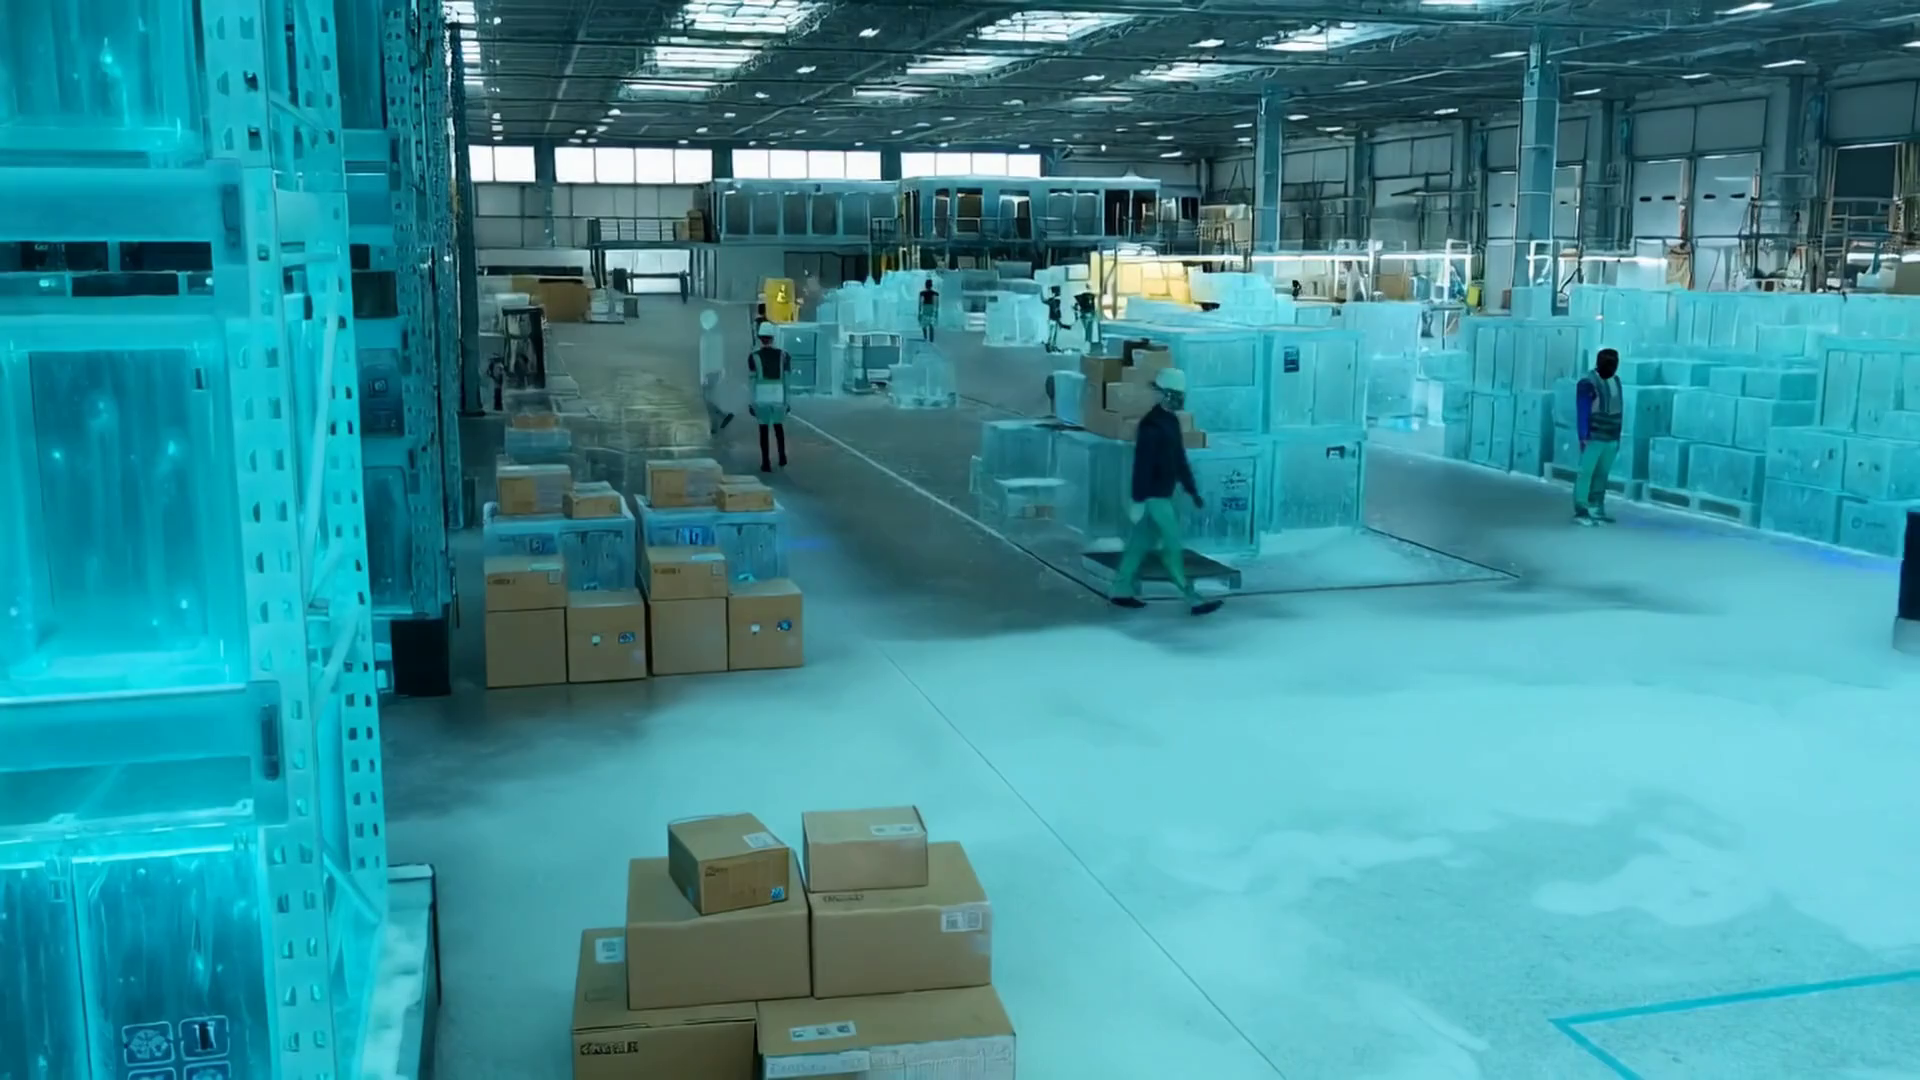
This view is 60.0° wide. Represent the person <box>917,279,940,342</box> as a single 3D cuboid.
[{"bbox_3d":[-0.896,-6.447,47.325,0.657,1.941,0.531,0,10,2],"label":"person"}]

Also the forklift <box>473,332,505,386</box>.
[{"bbox_3d":[-10.203,-4.495,33.626,1.873,2.768,1.129,-3,10,-15],"label":"forklift"}]

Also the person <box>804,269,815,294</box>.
[{"bbox_3d":[-6.117,-10.101,67.968,0.622,1.965,0.873,8,13,39],"label":"person"}]

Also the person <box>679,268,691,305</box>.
[{"bbox_3d":[-13.531,-12.461,81.817,0.524,1.799,0.951,-3,11,-18],"label":"person"}]

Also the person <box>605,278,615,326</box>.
[{"bbox_3d":[-12.689,-8.610,60.198,0.383,1.730,0.486,1,10,3],"label":"person"}]

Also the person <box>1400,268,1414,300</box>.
[{"bbox_3d":[21.107,-11.916,78.624,0.656,1.828,0.452,-2,10,-12],"label":"person"}]

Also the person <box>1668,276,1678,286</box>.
[{"bbox_3d":[25.188,-8.409,58.830,0.521,1.814,0.925,0,10,-2],"label":"person"}]

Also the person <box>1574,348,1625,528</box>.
[{"bbox_3d":[6.573,-1.047,17.061,0.624,1.838,0.430,-6,12,-32],"label":"person"}]

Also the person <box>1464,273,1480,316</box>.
[{"bbox_3d":[18.363,-8.599,59.607,0.584,1.918,0.408,-1,10,-7],"label":"person"}]

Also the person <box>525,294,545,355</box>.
[{"bbox_3d":[-11.274,-5.712,44.126,0.504,1.605,0.835,-2,10,-11],"label":"person"}]

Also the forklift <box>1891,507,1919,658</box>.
[{"bbox_3d":[7.491,-0.521,11.123,1.873,2.768,1.129,-3,10,-15],"label":"forklift"}]

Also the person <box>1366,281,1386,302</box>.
[{"bbox_3d":[12.035,-6.545,48.070,0.598,1.879,0.531,5,11,25],"label":"person"}]

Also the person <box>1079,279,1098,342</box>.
[{"bbox_3d":[3.913,-6.954,50.375,0.571,1.878,1.012,2,10,12],"label":"person"}]

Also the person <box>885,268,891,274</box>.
[{"bbox_3d":[-3.305,-11.596,76.661,0.355,1.882,0.575,-2,10,-12],"label":"person"}]

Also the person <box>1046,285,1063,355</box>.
[{"bbox_3d":[2.510,-5.835,44.120,0.325,1.860,0.507,-8,13,-40],"label":"person"}]

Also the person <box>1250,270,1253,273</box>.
[{"bbox_3d":[12.384,-10.659,71.384,0.949,1.884,0.589,-3,10,-17],"label":"person"}]

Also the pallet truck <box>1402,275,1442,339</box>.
[{"bbox_3d":[14.620,-7.324,52.145,0.823,1.965,1.885,8,13,40],"label":"pallet truck"}]

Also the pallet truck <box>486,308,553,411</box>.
[{"bbox_3d":[-6.242,-2.418,24.362,0.823,1.965,1.885,1,10,3],"label":"pallet truck"}]

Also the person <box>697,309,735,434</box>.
[{"bbox_3d":[-3.751,-2.549,25.327,0.569,1.919,0.642,2,10,13],"label":"person"}]

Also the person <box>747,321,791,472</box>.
[{"bbox_3d":[-2.421,-1.810,21.143,0.563,1.918,0.466,-3,10,-17],"label":"person"}]

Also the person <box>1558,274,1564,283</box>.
[{"bbox_3d":[23.127,-9.399,64.392,0.681,1.822,0.638,7,12,35],"label":"person"}]

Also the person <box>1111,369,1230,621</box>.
[{"bbox_3d":[1.616,-0.350,12.871,1.022,1.920,0.596,4,11,21],"label":"person"}]

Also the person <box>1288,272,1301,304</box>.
[{"bbox_3d":[11.152,-7.935,55.483,0.653,2.000,0.693,5,11,27],"label":"person"}]

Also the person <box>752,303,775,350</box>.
[{"bbox_3d":[-4.116,-4.117,34.832,0.531,1.698,0.320,-7,12,-35],"label":"person"}]

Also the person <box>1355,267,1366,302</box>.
[{"bbox_3d":[18.566,-11.690,77.138,0.965,1.909,0.606,-3,10,-14],"label":"person"}]
